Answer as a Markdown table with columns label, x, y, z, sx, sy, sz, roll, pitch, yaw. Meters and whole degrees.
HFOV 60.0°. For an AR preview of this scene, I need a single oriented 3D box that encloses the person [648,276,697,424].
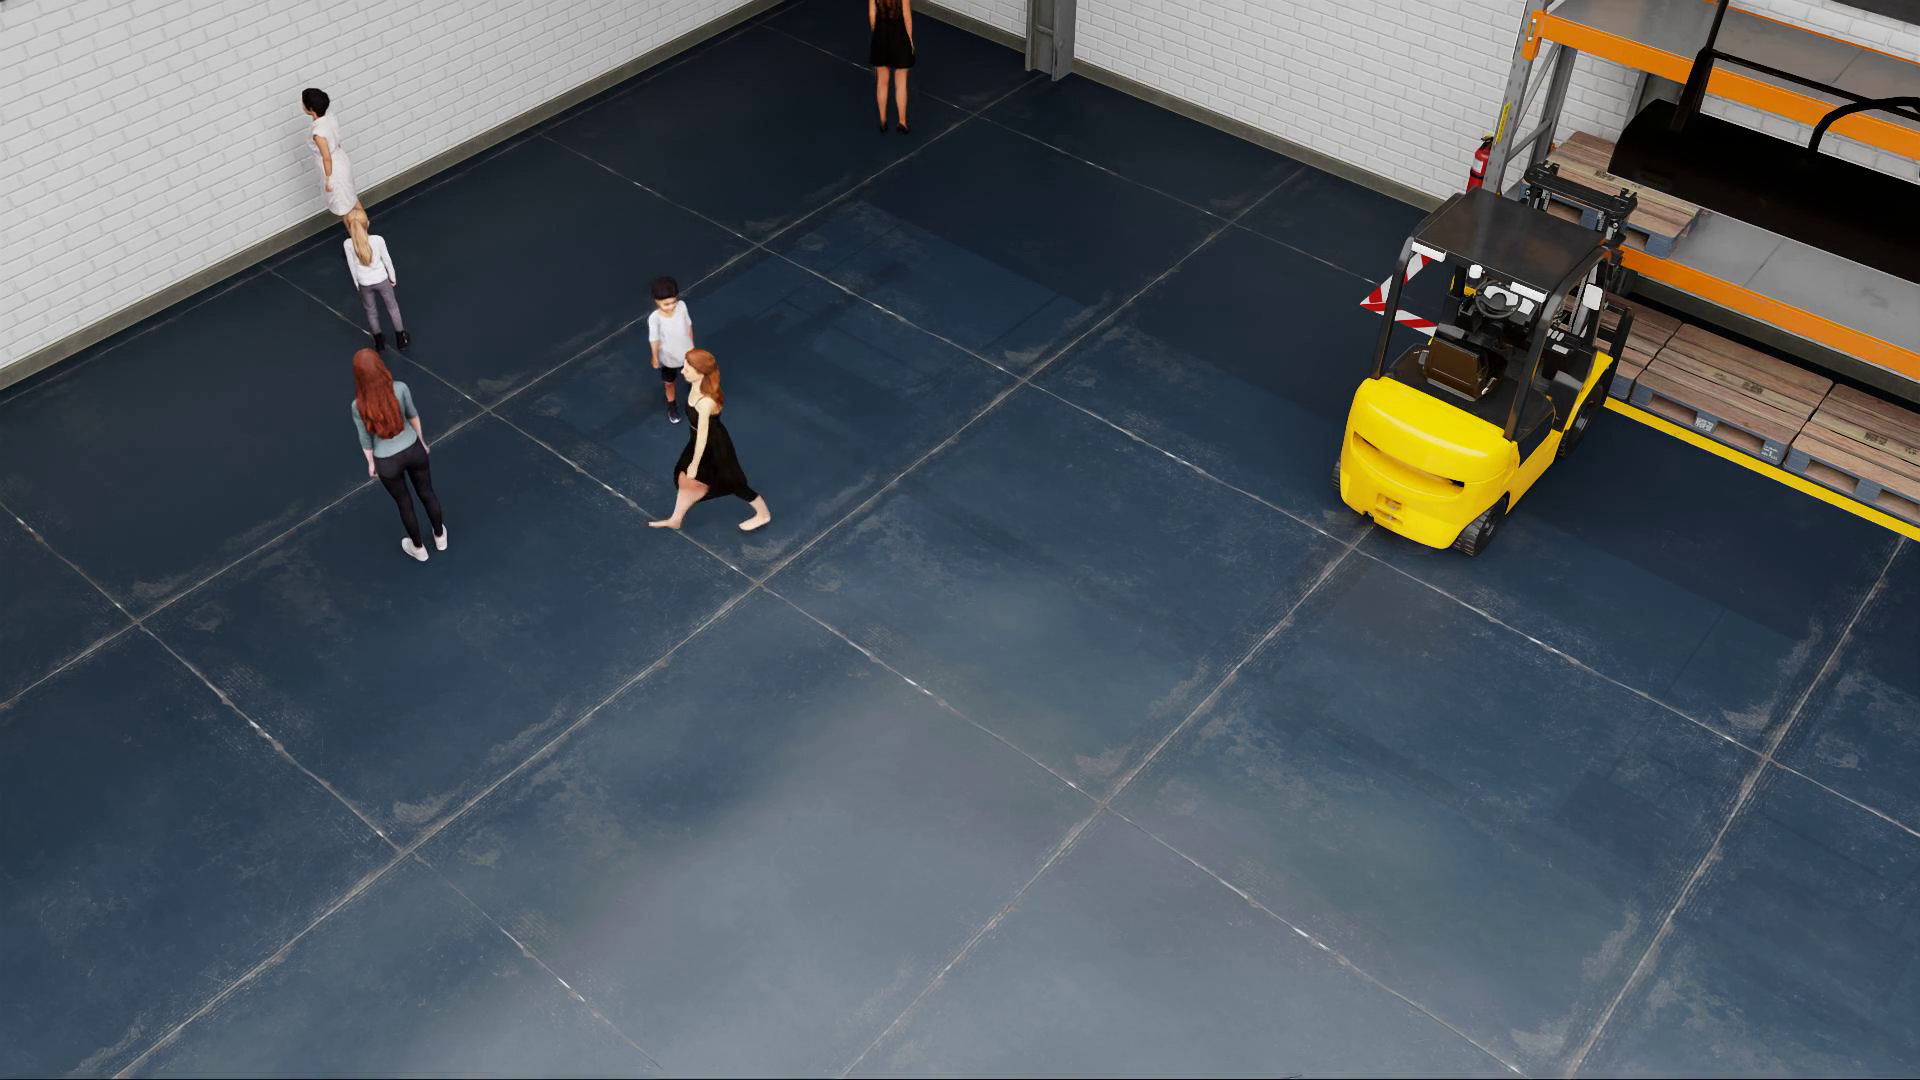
| label | x | y | z | sx | sy | sz | roll | pitch | yaw |
| --- | --- | --- | --- | --- | --- | --- | --- | --- | --- |
| person | -2.178 | -1.488 | 12.629 | 0.694 | 1.256 | 0.678 | -23 | 48 | -23 |

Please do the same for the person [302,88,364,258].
| label | x | y | z | sx | sy | sz | roll | pitch | yaw |
| --- | --- | --- | --- | --- | --- | --- | --- | --- | --- |
| person | -5.310 | -3.136 | 14.142 | 0.691 | 1.556 | 0.641 | 0 | 44 | 0 |

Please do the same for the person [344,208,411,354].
| label | x | y | z | sx | sy | sz | roll | pitch | yaw |
| --- | --- | --- | --- | --- | --- | --- | --- | --- | --- |
| person | -4.661 | -2.058 | 13.212 | 0.564 | 1.277 | 0.611 | -10 | 45 | -11 |

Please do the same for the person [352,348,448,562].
| label | x | y | z | sx | sy | sz | roll | pitch | yaw |
| --- | --- | --- | --- | --- | --- | --- | --- | --- | --- |
| person | -3.814 | -0.568 | 11.311 | 0.630 | 1.744 | 0.611 | -27 | 50 | -26 |

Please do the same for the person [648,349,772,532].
| label | x | y | z | sx | sy | sz | roll | pitch | yaw |
| --- | --- | --- | --- | --- | --- | --- | --- | --- | --- |
| person | -1.621 | -0.633 | 11.501 | 1.002 | 1.576 | 1.101 | -14 | 45 | -15 |

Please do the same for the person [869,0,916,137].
| label | x | y | z | sx | sy | sz | roll | pitch | yaw |
| --- | --- | --- | --- | --- | --- | --- | --- | --- | --- |
| person | -0.638 | -4.619 | 15.497 | 0.600 | 1.835 | 0.716 | 10 | 44 | 10 |
